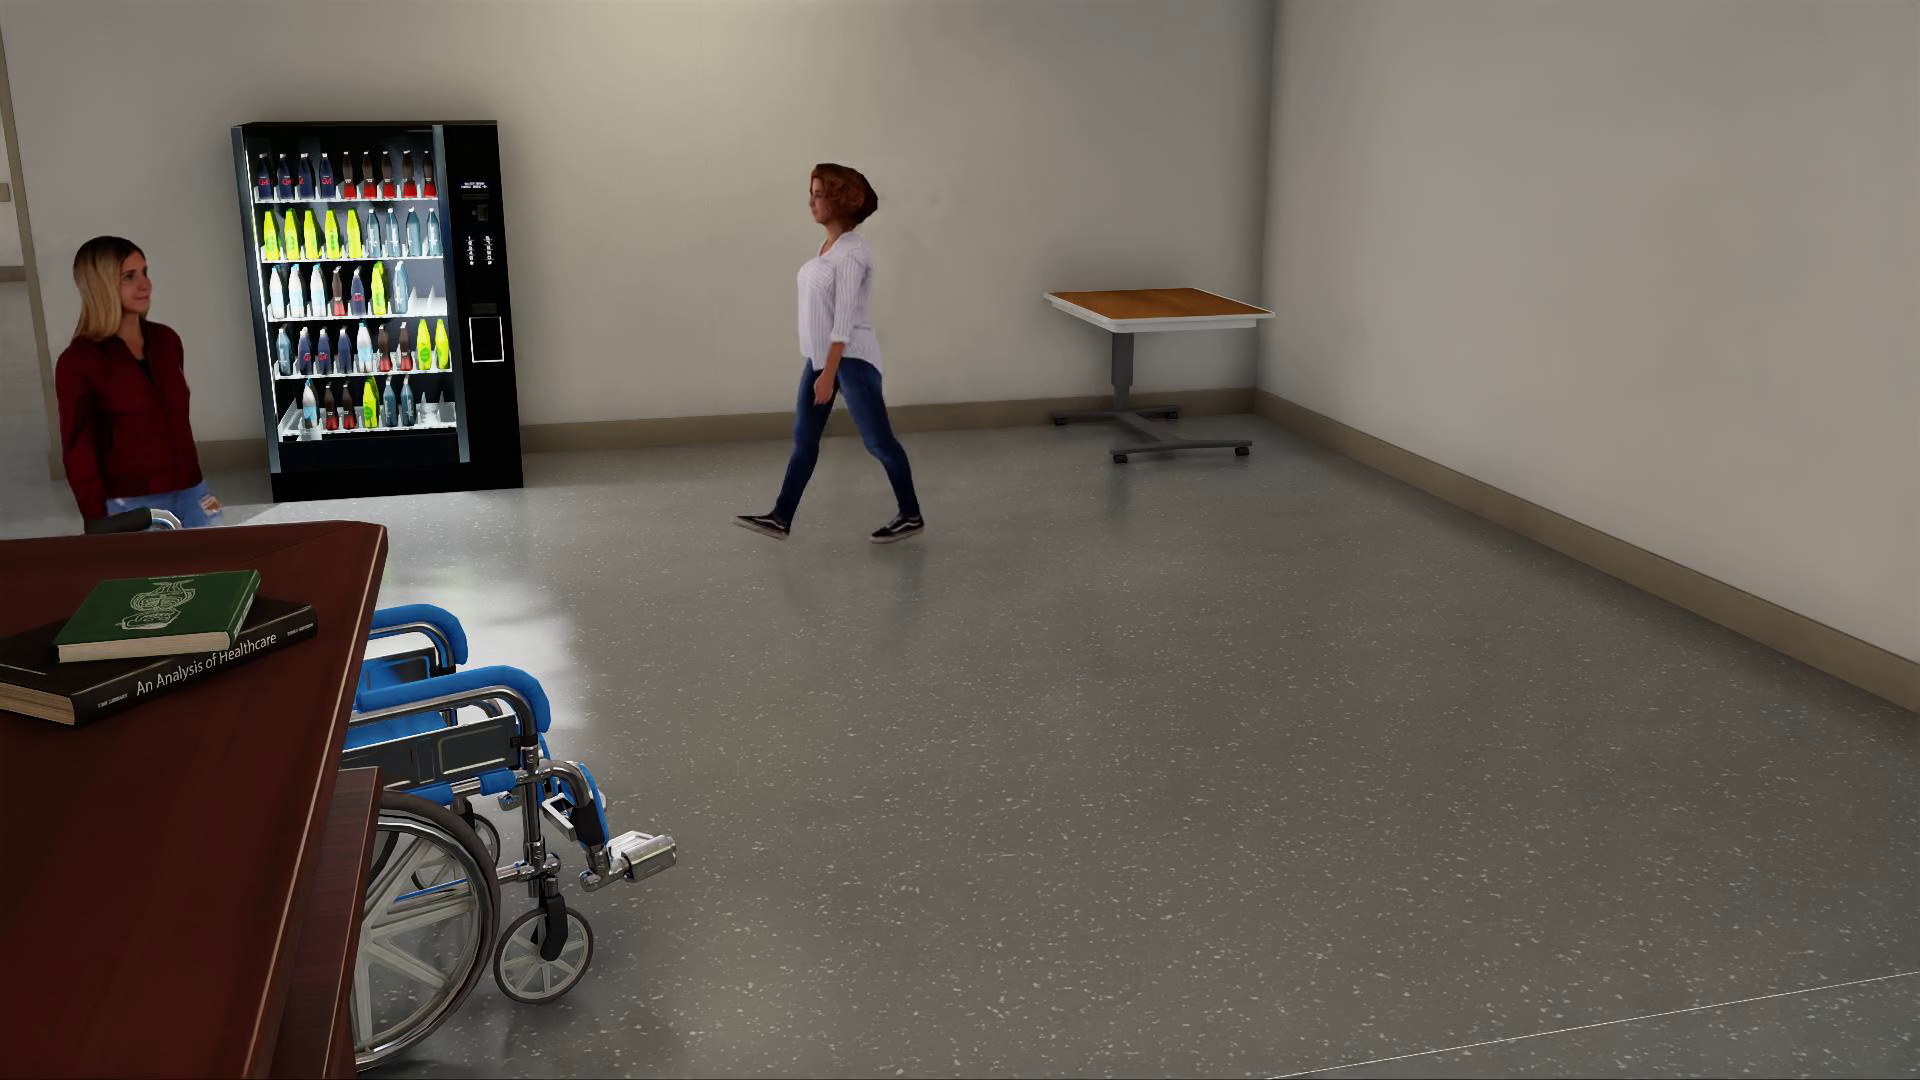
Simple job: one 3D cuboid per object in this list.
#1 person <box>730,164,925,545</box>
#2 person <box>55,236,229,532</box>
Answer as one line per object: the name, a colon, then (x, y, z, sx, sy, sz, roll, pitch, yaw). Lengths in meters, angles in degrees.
person: (-0.418, -0.782, 7.355, 1.143, 1.674, 0.774, -7, 17, -24)
person: (-2.494, -0.098, 5.020, 0.843, 1.623, 0.782, 6, 17, 19)
